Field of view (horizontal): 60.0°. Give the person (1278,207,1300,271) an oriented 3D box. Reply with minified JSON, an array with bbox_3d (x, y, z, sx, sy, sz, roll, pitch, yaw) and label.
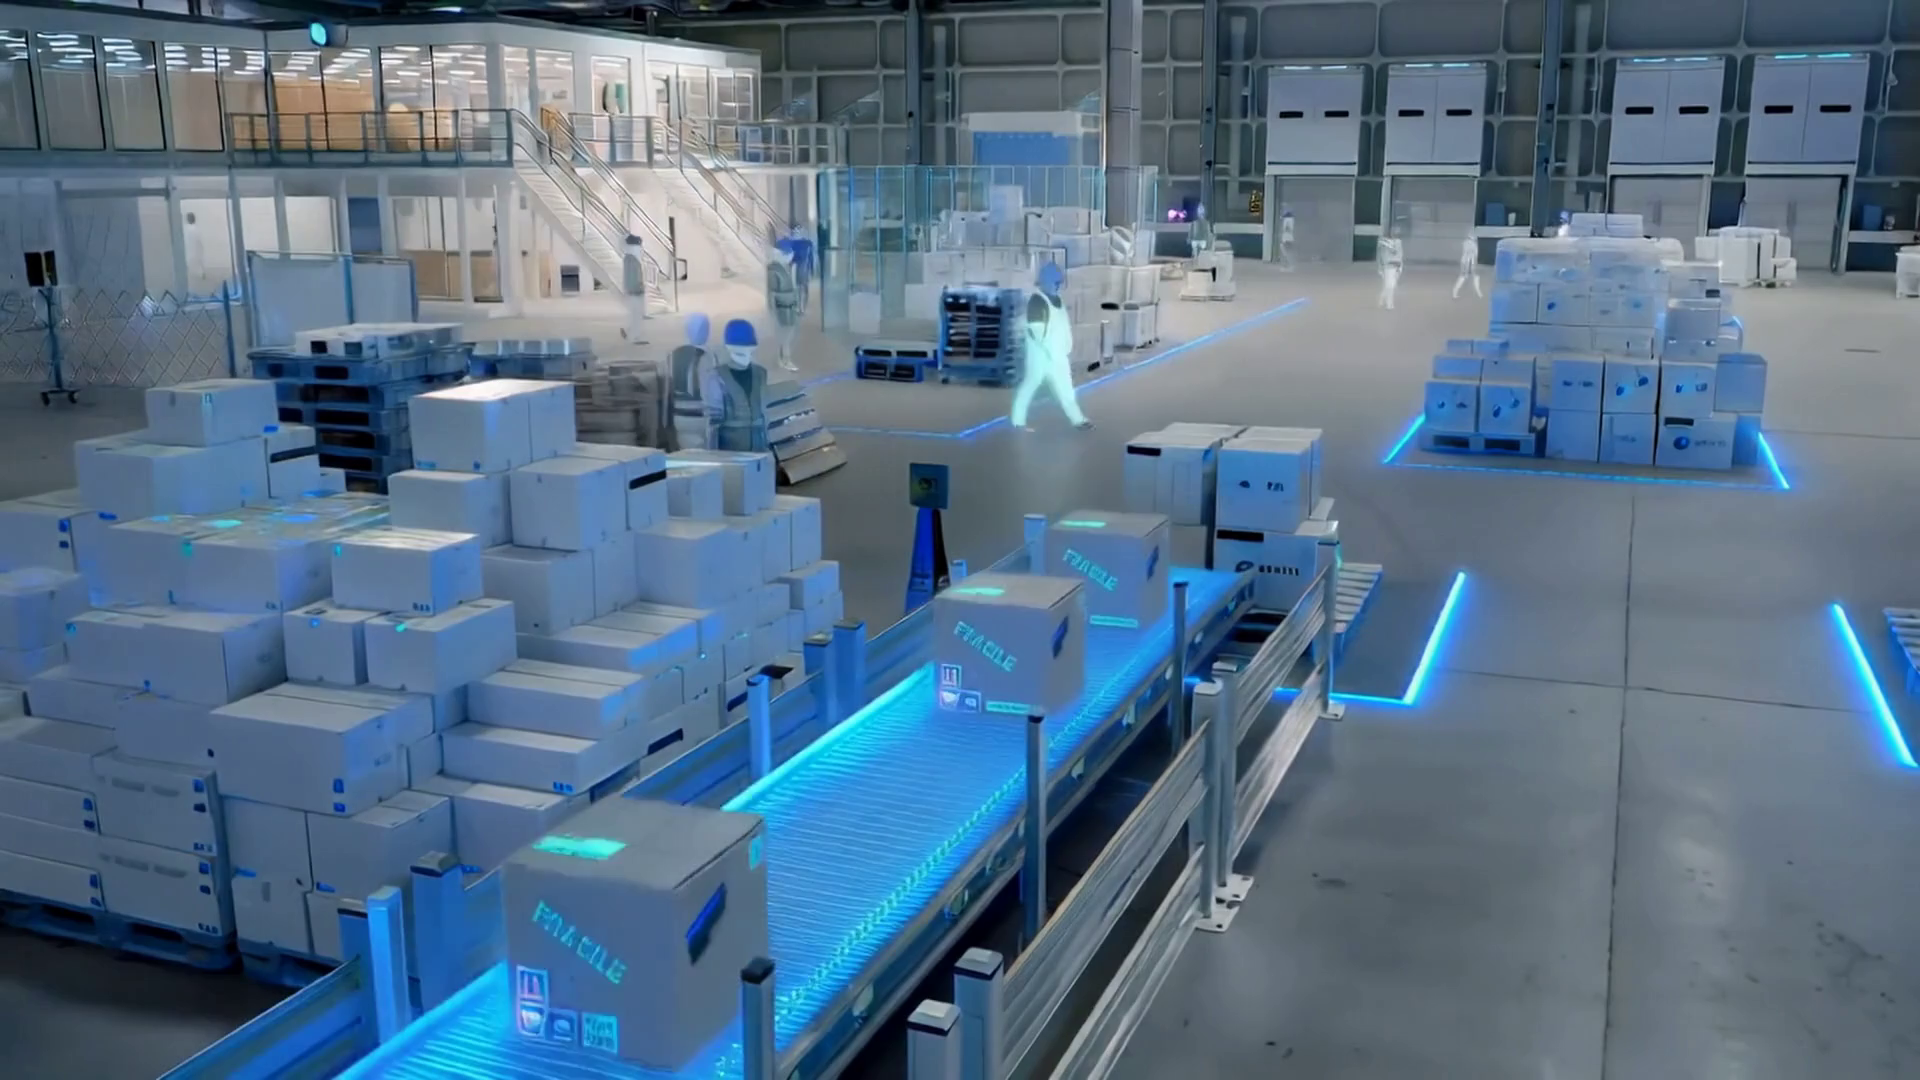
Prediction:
[{"bbox_3d":[9.826,-8.948,49.500,0.681,1.923,0.547,9,16,36],"label":"person"}]

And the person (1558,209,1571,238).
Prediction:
[{"bbox_3d":[16.560,-8.100,45.674,0.388,1.926,0.590,6,14,25],"label":"person"}]

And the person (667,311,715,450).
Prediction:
[{"bbox_3d":[-2.254,-0.937,13.689,0.646,1.867,0.573,12,17,43],"label":"person"}]

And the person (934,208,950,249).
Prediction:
[{"bbox_3d":[-0.463,-8.275,46.412,0.615,1.945,0.405,1,13,2],"label":"person"}]

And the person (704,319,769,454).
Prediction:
[{"bbox_3d":[-1.606,-0.658,12.270,0.552,1.935,0.373,-12,17,-43],"label":"person"}]

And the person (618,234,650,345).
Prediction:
[{"bbox_3d":[-5.620,-4.304,28.683,0.460,1.908,0.604,-5,13,-20],"label":"person"}]

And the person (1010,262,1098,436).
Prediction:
[{"bbox_3d":[1.035,-2.191,18.915,1.059,2.000,0.691,8,15,31],"label":"person"}]

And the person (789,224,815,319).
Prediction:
[{"bbox_3d":[-3.256,-5.394,33.541,0.655,1.921,0.667,-1,13,-5],"label":"person"}]

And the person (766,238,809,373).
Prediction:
[{"bbox_3d":[-2.641,-3.561,25.160,0.622,2.008,0.992,-6,14,-27],"label":"person"}]

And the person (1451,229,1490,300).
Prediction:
[{"bbox_3d":[11.908,-6.416,38.736,0.868,1.646,0.541,-1,13,-3],"label":"person"}]

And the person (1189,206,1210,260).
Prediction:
[{"bbox_3d":[6.993,-8.779,48.624,0.622,1.968,0.802,-1,13,-3],"label":"person"}]

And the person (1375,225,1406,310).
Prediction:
[{"bbox_3d":[9.300,-5.855,35.852,0.624,1.824,0.447,-9,15,-35],"label":"person"}]
